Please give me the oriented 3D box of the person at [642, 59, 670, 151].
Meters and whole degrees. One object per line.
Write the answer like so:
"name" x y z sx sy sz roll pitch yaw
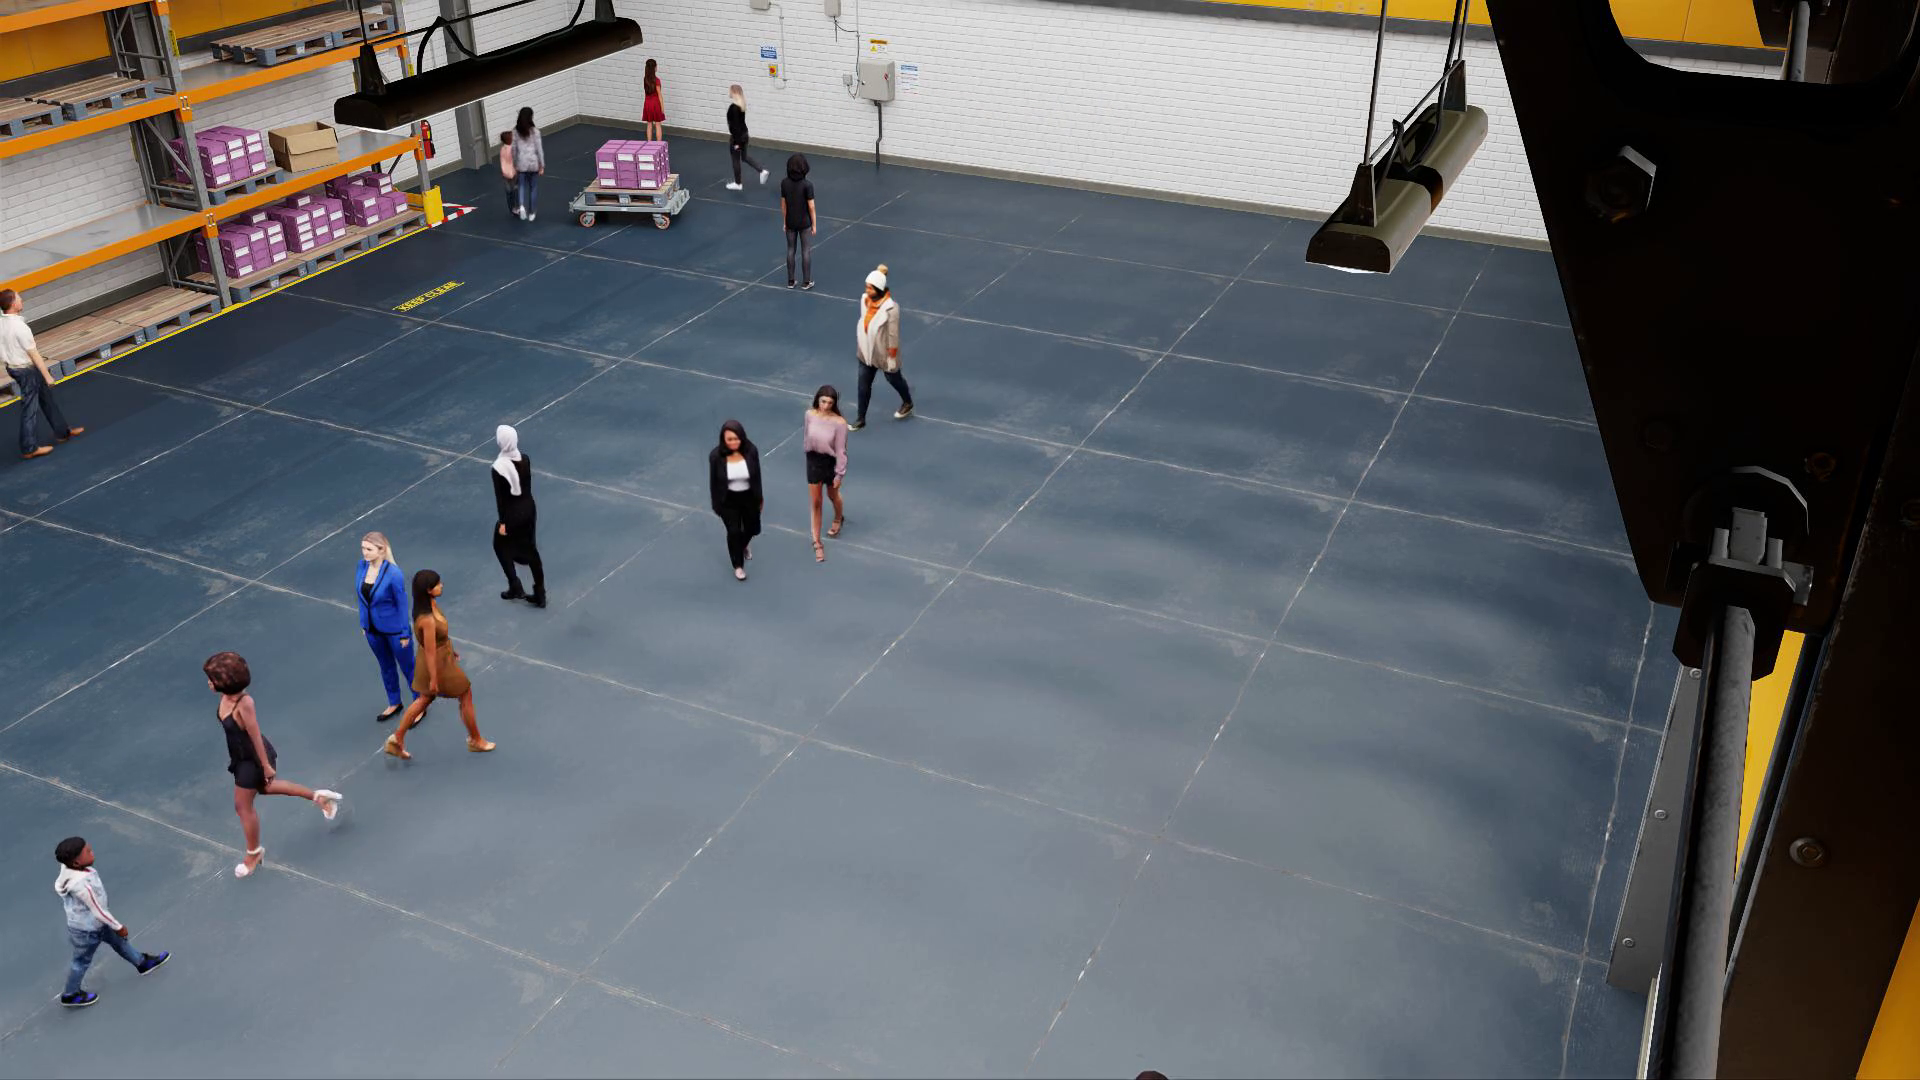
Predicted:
"person" -5.206 -7.372 28.224 0.570 1.550 0.623 16 33 27

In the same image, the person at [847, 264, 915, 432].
"person" -0.794 -2.133 18.309 0.873 1.847 1.236 21 35 34

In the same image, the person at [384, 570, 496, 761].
"person" -4.112 0.999 12.773 1.080 1.651 0.960 -12 31 -22

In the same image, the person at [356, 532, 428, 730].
"person" -4.554 0.696 13.274 0.622 1.701 0.554 11 30 19

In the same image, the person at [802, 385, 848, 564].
"person" -1.260 -0.690 15.774 0.777 1.742 1.125 11 31 19

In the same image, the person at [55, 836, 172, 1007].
"person" -5.602 2.441 10.563 0.952 1.234 0.800 -16 32 -27

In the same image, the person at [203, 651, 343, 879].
"person" -4.894 1.516 11.717 1.125 1.754 0.872 -20 35 -32

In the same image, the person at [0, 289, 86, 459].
"person" -9.985 -1.729 17.581 0.849 1.834 1.044 22 36 35

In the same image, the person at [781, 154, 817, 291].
"person" -2.167 -4.250 22.211 0.658 1.827 0.581 7 29 13

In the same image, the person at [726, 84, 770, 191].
"person" -3.378 -6.315 26.158 0.797 1.673 0.927 6 29 11

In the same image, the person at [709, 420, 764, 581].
"person" -2.079 -0.414 15.412 0.857 1.604 0.915 -11 31 -20

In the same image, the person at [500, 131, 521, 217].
"person" -6.793 -5.500 25.054 0.476 1.299 0.548 14 32 24

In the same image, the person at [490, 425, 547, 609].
"person" -3.866 -0.163 14.786 0.732 1.762 0.669 18 33 29

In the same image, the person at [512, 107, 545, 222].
"person" -6.422 -5.542 24.703 0.810 1.709 0.912 -3 29 -5
